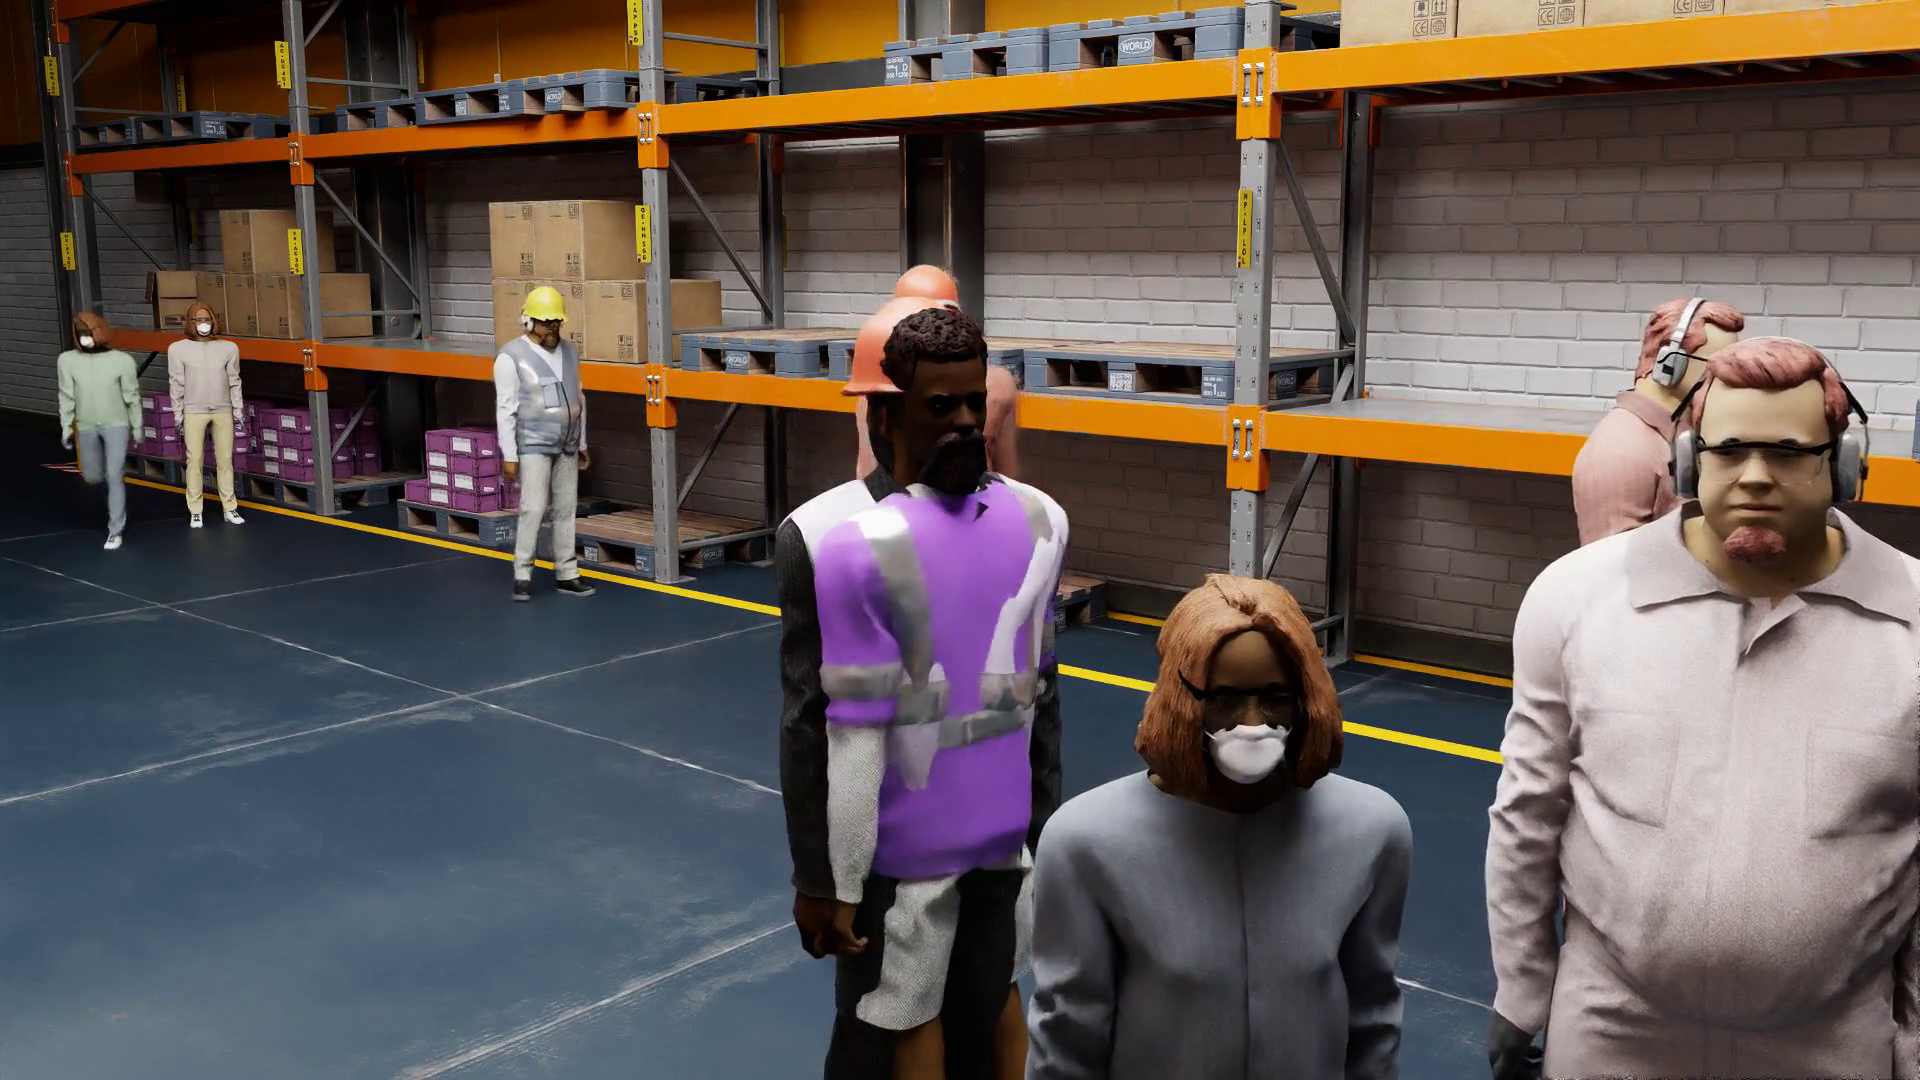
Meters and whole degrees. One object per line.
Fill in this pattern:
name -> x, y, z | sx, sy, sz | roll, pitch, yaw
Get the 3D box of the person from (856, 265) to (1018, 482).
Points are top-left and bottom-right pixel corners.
person -> -0.070, 0.012, 5.932 | 0.623, 1.968, 0.847 | -2, 10, -13

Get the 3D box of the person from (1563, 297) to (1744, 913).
person -> 1.763, 0.348, 4.200 | 0.407, 1.903, 0.639 | 7, 12, 35

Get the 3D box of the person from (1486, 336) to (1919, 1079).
person -> 1.060, 0.674, 2.329 | 0.644, 1.907, 0.400 | 4, 11, 23

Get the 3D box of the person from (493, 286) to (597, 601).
person -> -2.375, -0.550, 9.581 | 0.426, 1.810, 0.609 | 7, 12, 33

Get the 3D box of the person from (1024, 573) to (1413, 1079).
person -> 0.333, 0.842, 2.146 | 0.507, 1.631, 0.266 | -2, 10, -10

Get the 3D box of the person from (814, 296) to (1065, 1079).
person -> -0.060, 0.525, 3.096 | 0.552, 1.934, 0.380 | -9, 13, -42

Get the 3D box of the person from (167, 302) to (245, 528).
person -> -5.474, -0.909, 12.118 | 0.500, 1.633, 0.281 | -8, 13, -38

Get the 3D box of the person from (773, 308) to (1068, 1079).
person -> -0.057, 0.538, 3.069 | 0.593, 1.919, 0.388 | -6, 12, -32

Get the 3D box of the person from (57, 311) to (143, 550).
person -> -5.839, -0.766, 11.361 | 0.501, 1.603, 0.650 | -2, 10, -12
